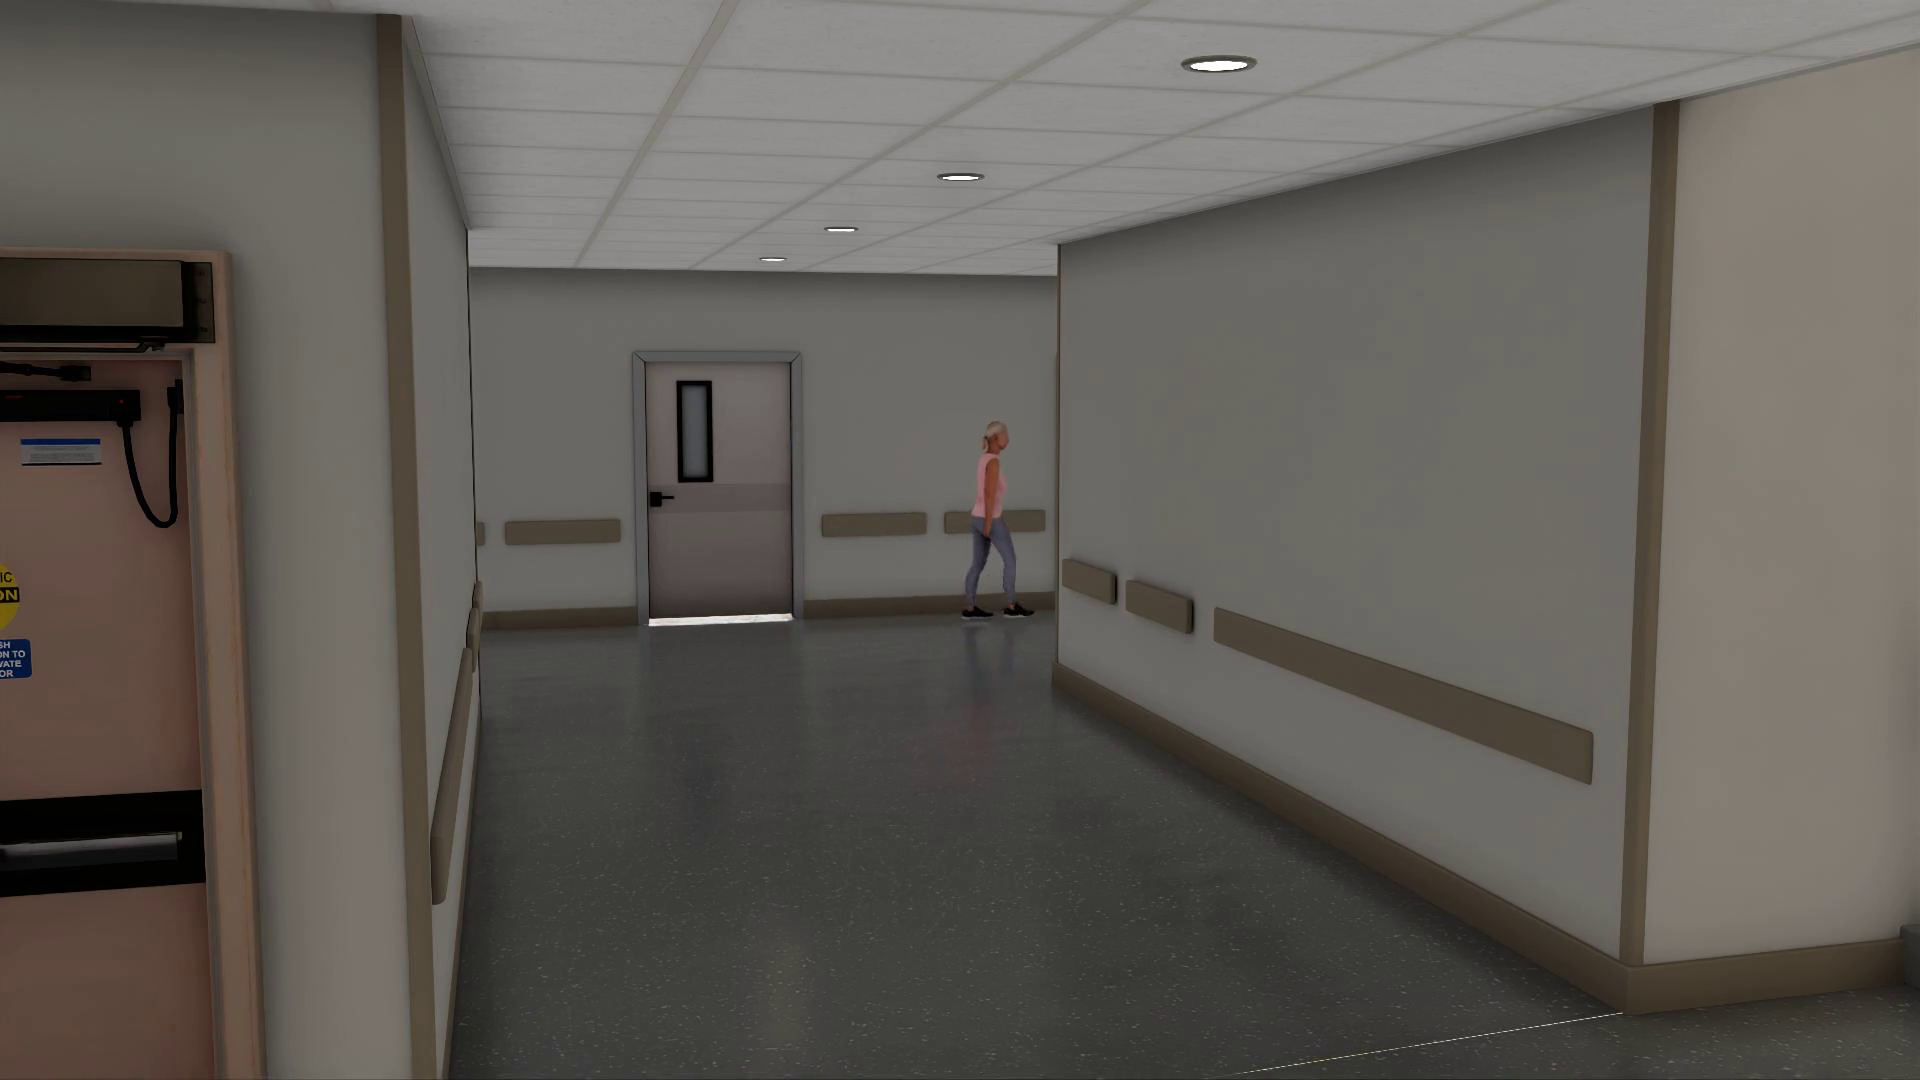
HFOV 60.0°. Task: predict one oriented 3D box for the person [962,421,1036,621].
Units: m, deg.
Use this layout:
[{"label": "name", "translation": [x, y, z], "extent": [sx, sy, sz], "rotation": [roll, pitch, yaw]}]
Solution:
[{"label": "person", "translation": [0.154, -0.149, 14.238], "extent": [0.827, 1.701, 0.579], "rotation": [-2, 6, -21]}]
